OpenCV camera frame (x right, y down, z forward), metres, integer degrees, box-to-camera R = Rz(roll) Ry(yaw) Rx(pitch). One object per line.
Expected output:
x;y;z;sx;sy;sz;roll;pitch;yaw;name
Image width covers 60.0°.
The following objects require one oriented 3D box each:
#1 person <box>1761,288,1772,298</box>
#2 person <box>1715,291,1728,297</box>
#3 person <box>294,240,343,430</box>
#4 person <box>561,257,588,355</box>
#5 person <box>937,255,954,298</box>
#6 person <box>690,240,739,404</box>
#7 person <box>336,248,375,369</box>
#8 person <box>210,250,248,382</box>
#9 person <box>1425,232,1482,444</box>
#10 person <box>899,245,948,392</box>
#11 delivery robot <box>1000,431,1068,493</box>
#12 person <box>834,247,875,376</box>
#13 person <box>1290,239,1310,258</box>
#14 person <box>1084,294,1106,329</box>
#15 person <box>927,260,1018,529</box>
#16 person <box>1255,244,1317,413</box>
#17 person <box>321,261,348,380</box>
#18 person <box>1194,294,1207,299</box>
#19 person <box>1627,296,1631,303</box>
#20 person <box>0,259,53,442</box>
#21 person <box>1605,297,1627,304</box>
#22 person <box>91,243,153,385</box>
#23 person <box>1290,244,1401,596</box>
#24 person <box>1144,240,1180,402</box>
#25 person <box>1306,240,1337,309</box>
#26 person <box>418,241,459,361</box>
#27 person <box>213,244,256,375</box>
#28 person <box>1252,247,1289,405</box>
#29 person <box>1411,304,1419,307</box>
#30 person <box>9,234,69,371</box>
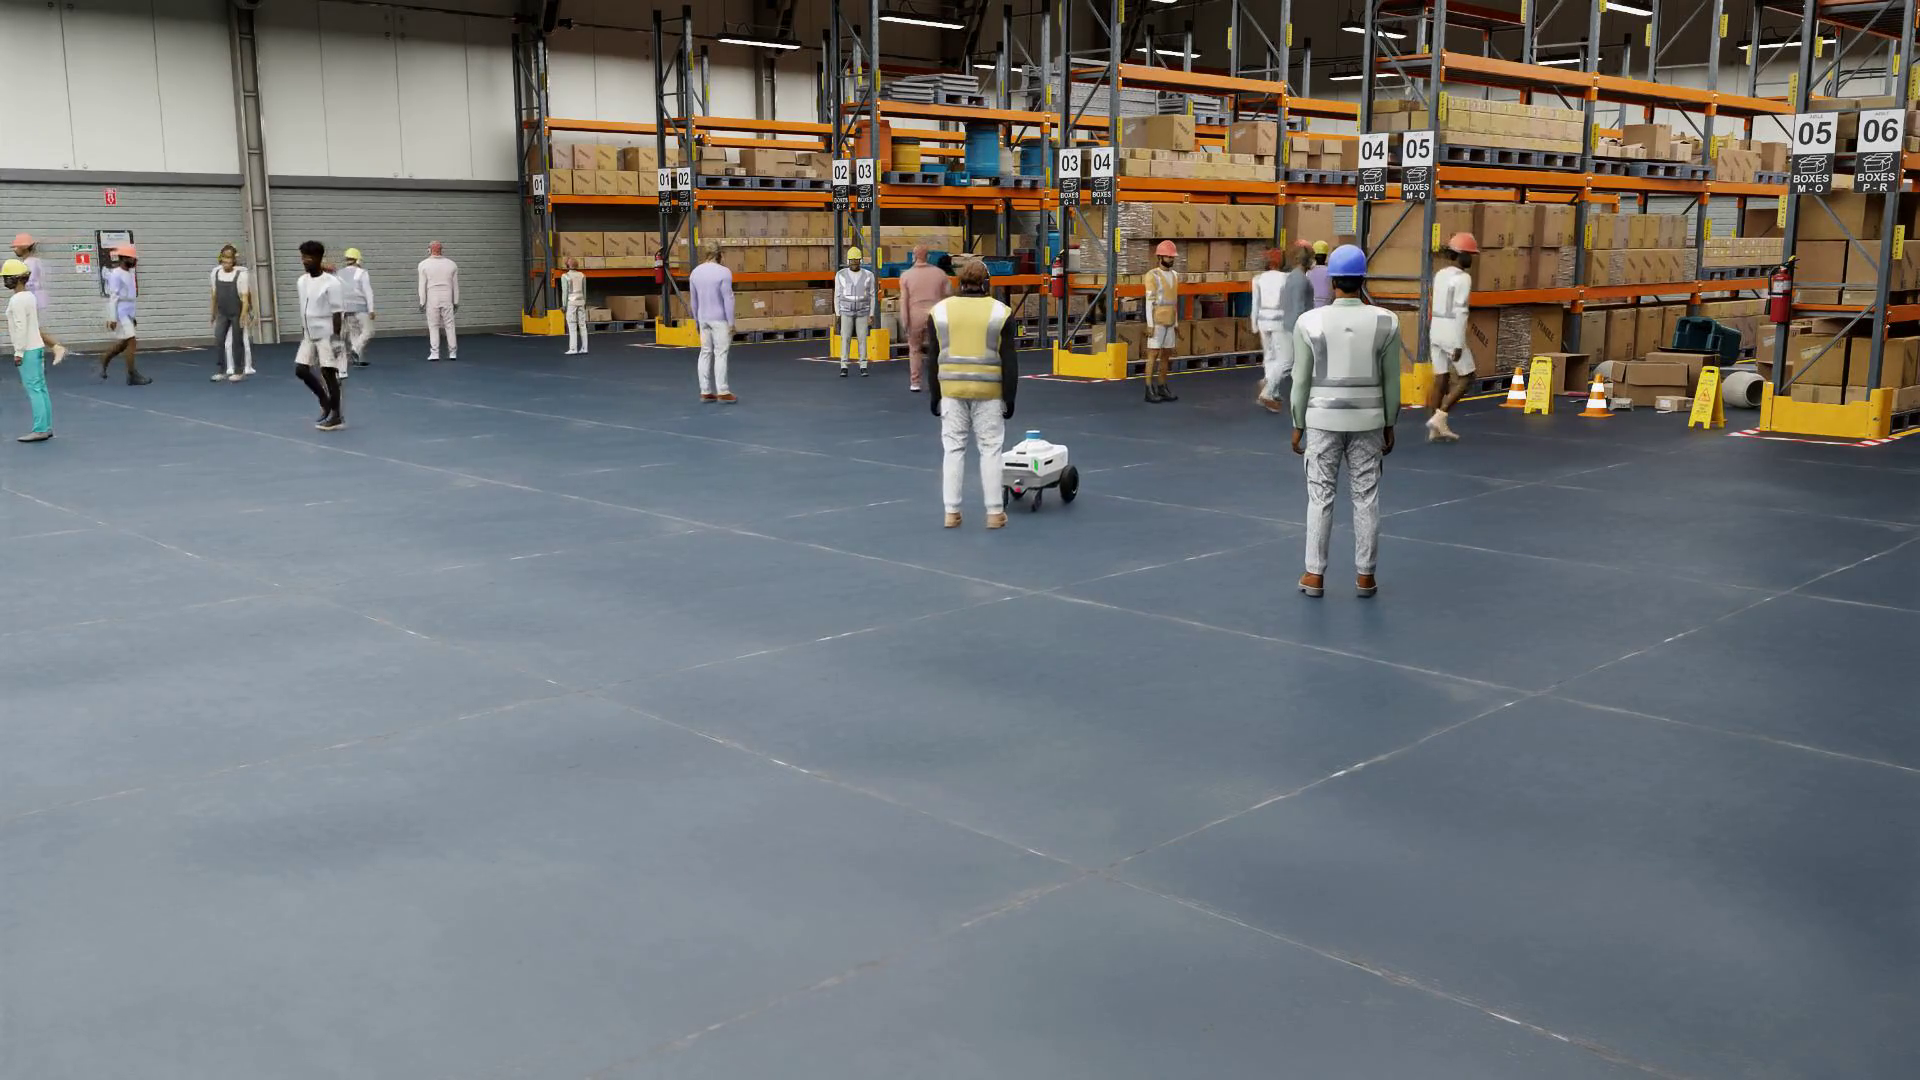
17.235;-5.474;35.402;0.395;1.993;0.616;4;11;19;person
17.122;-5.778;37.401;0.512;1.873;0.328;-2;11;-10;person
-6.625;-2.112;17.184;0.643;1.948;0.420;6;12;30;person
-6.509;-3.950;28.068;0.311;1.636;0.521;7;13;35;person
-0.256;-3.632;26.171;0.316;1.695;0.541;-3;11;-15;person
-2.953;-2.620;19.992;0.635;1.937;0.352;7;12;33;person
-9.106;-3.483;25.044;0.595;1.812;0.507;4;11;21;person
-10.008;-3.040;22.668;0.593;1.794;0.824;0;10;1;person
4.758;-1.937;16.043;0.434;2.029;0.625;-3;11;-14;person
-0.452;-2.811;21.179;0.644;1.883;0.820;-2;11;-9;person
0.551;-0.579;12.501;0.477;0.478;0.707;4;11;23;delivery robot
-1.507;-3.262;23.780;0.587;1.833;0.404;-1;10;-7;person
5.016;-3.452;24.533;0.355;1.939;0.544;-1;10;-7;person
2.776;-5.151;33.669;0.644;1.981;0.566;8;13;36;person
0.095;-1.004;11.478;0.628;1.834;0.429;2;11;11;person
3.783;-2.351;18.640;0.914;1.906;0.642;1;10;5;person
-8.784;-3.075;23.285;0.315;1.641;0.514;-8;13;-39;person
5.468;-5.890;37.998;0.534;1.871;0.611;0;10;1;person
13.998;-5.335;35.156;0.869;1.816;0.632;7;12;33;person
-9.149;-1.851;16.268;0.331;1.768;0.527;-3;11;-13;person
11.222;-4.137;28.358;0.402;1.904;0.652;-1;10;-4;person
-11.391;-3.052;22.468;0.756;1.905;0.566;-1;10;-4;person
2.140;-0.657;9.263;0.605;1.948;0.384;1;10;4;person
2.473;-2.643;20.124;0.551;1.934;0.373;-9;14;-42;person
4.681;-2.931;21.711;0.587;1.930;0.361;3;11;15;person
-8.395;-3.847;26.773;0.652;1.906;0.403;-7;13;-34;person
-10.522;-3.341;24.113;0.513;1.872;0.328;-3;11;-18;person
3.664;-2.502;19.546;0.587;1.866;0.667;7;13;35;person
7.352;-3.711;26.119;0.604;1.870;0.494;6;12;29;person
-13.637;-3.497;24.548;0.590;2.023;0.626;-6;12;-29;person
